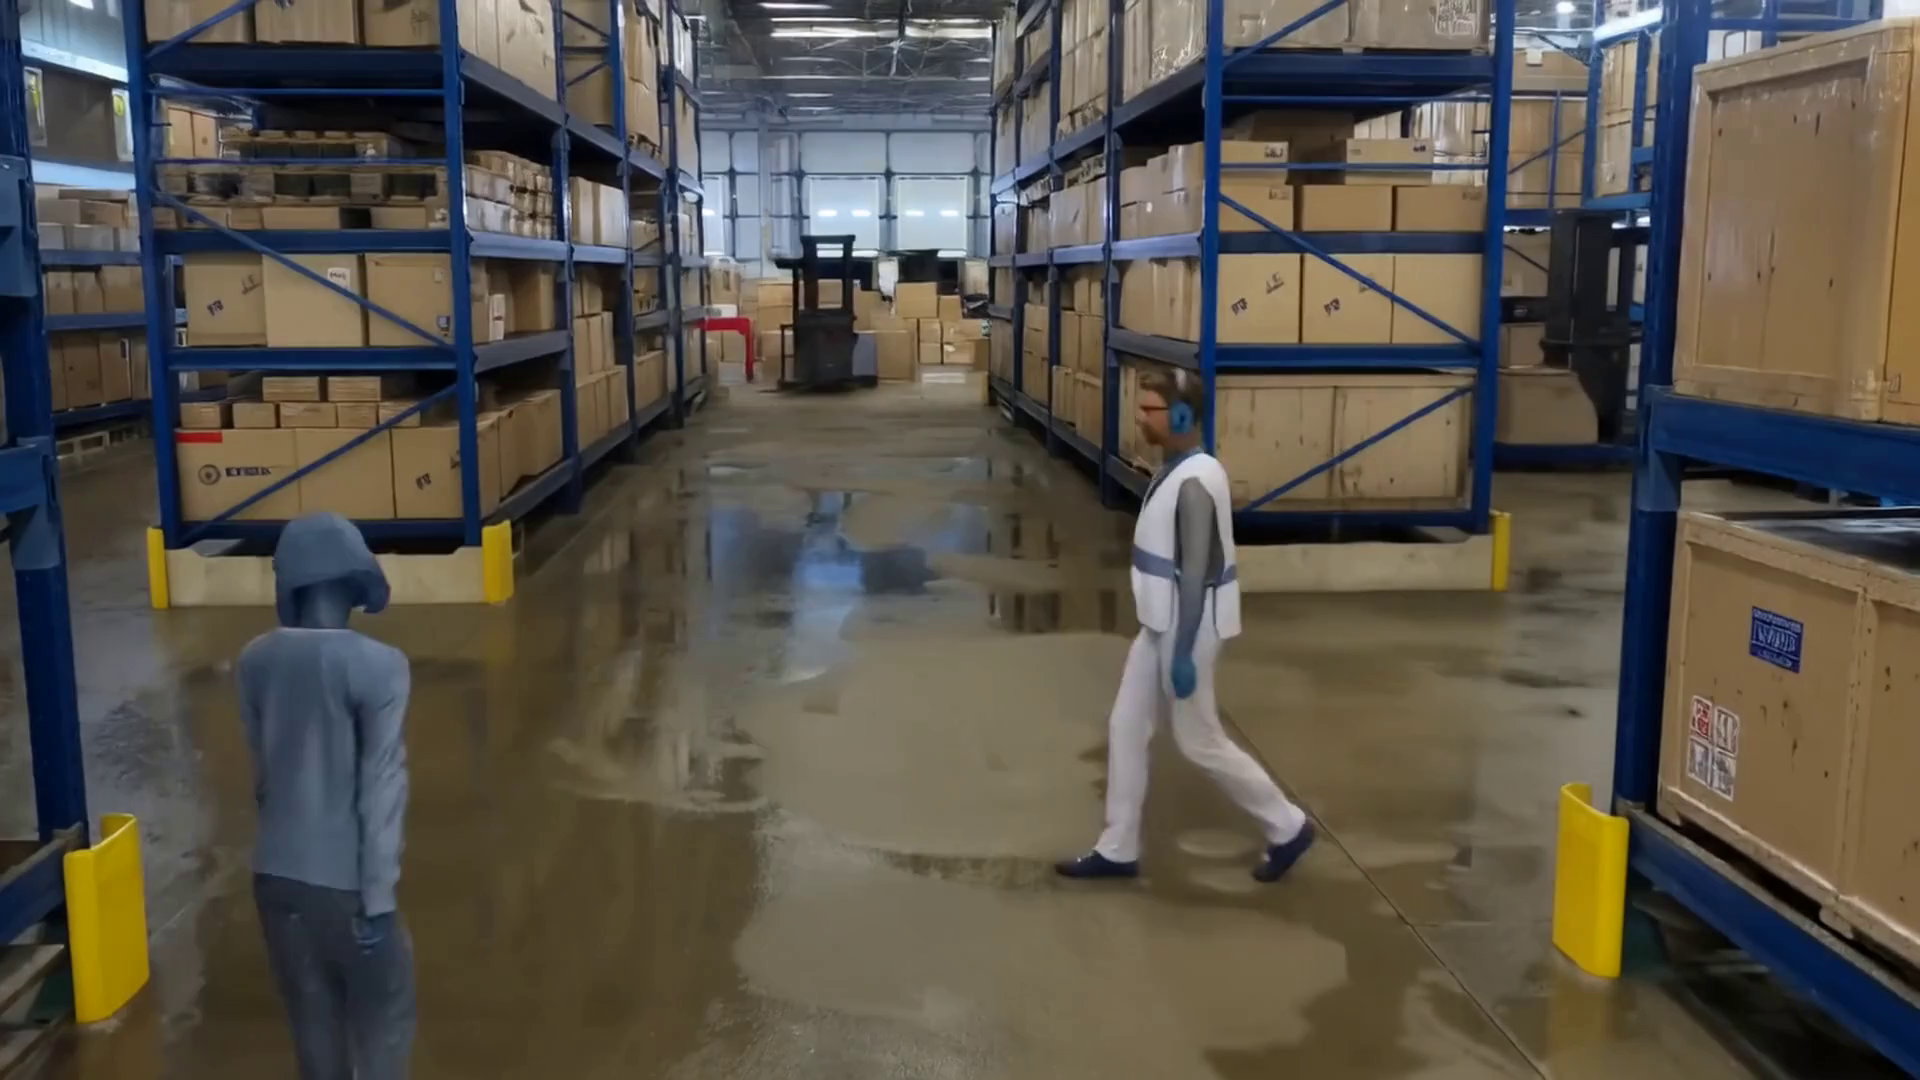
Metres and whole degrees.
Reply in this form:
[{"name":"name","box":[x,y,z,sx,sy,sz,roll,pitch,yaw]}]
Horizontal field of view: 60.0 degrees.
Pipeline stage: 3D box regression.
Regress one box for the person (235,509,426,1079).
[{"name":"person","box":[-1.397,0.738,3.657,0.518,1.605,0.438,4,10,23]}]

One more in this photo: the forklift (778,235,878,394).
[{"name":"forklift","box":[-2.342,-4.079,29.944,1.129,2.768,1.873,4,10,24]}]

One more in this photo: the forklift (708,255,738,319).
[{"name":"forklift","box":[-8.312,-8.585,58.236,1.129,2.768,1.873,-1,9,-4]}]

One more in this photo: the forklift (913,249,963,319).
[{"name":"forklift","box":[-0.943,-6.621,45.902,1.873,2.768,1.129,-5,10,-29]}]

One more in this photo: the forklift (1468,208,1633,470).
[{"name":"forklift","box":[6.676,-2.202,18.160,1.873,2.768,1.129,-1,9,-4]}]

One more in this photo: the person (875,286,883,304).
[{"name":"person","box":[-3.078,-8.713,62.744,0.318,1.698,0.535,-3,10,-19]}]

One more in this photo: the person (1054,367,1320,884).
[{"name":"person","box":[0.807,0.310,5.724,0.874,1.813,0.579,-1,9,-4]}]
